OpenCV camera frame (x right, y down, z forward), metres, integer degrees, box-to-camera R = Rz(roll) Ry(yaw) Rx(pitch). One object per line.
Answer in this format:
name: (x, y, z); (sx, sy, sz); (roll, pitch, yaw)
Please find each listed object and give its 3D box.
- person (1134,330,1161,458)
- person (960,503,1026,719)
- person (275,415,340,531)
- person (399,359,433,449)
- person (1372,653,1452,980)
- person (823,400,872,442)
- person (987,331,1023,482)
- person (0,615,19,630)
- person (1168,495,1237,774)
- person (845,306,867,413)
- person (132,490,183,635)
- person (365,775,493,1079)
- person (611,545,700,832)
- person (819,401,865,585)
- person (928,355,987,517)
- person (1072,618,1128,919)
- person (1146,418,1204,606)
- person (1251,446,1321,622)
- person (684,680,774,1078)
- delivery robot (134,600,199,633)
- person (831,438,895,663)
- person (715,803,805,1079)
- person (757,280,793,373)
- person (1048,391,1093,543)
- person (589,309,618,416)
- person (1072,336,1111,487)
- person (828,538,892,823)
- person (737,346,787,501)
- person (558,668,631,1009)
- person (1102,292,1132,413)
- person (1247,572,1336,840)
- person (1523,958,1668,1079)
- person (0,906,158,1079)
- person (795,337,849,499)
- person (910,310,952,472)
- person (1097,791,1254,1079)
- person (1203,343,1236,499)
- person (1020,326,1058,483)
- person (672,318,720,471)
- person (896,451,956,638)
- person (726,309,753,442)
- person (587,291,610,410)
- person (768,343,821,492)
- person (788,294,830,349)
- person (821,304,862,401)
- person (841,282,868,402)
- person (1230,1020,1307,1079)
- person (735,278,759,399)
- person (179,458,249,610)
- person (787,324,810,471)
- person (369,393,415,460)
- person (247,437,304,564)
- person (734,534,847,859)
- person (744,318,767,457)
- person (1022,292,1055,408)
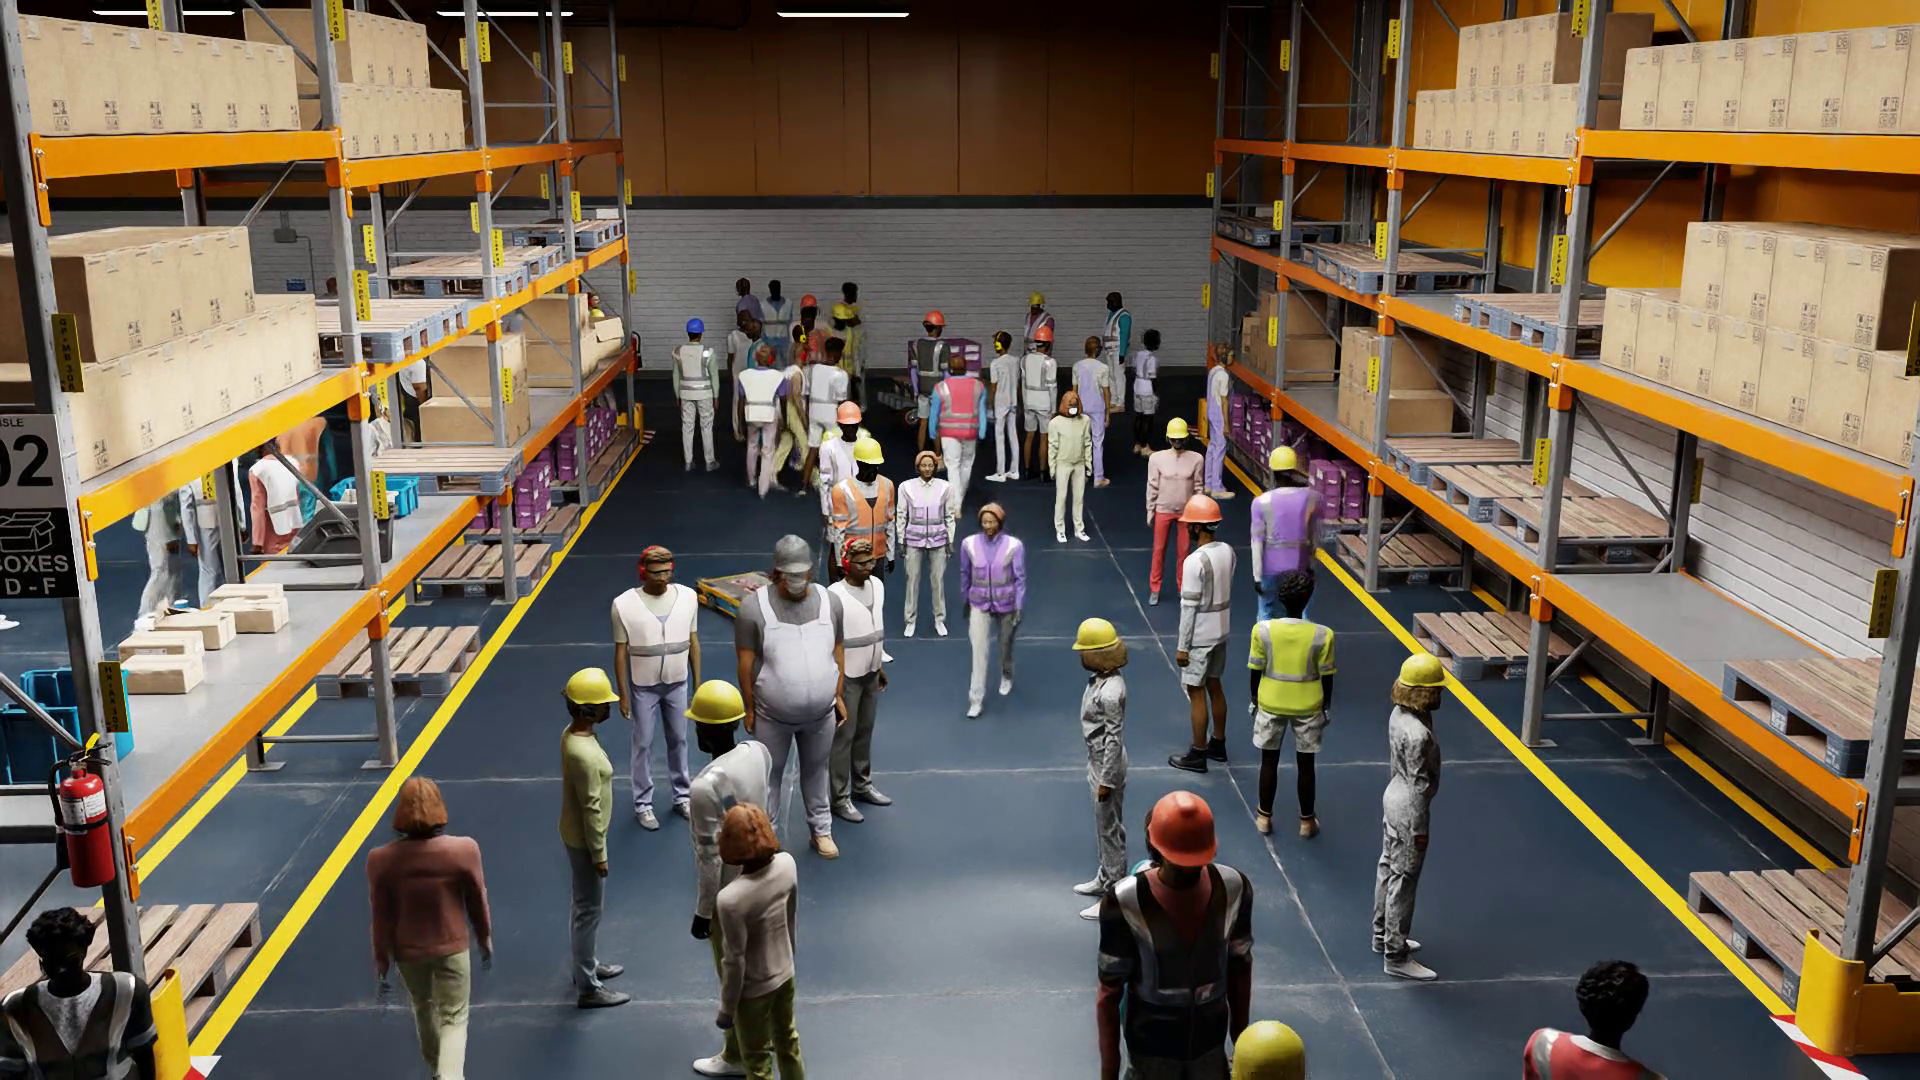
person: (2.491, -1.945, 22.077); (0.317, 1.681, 0.600); (-4, 15, -15)
person: (0.254, 0.496, 12.671); (0.522, 1.592, 0.875); (2, 14, 8)
person: (-6.463, -0.618, 16.482); (0.585, 1.874, 0.882); (-1, 14, -2)
person: (-6.563, -1.648, 20.189); (0.536, 2.000, 0.684); (-12, 18, -39)
person: (2.370, 1.427, 8.712); (0.294, 1.744, 0.487); (0, 14, 2)
person: (-1.159, -0.624, 16.915); (0.527, 1.659, 0.861); (-3, 15, -11)
person: (0.549, -1.645, 20.547); (0.540, 1.860, 0.330); (-12, 19, -39)
person: (-8.620, -0.159, 14.565); (0.585, 1.929, 0.368); (13, 20, 42)
person: (1.654, 0.639, 11.442); (0.387, 1.928, 0.546); (11, 18, 37)
person: (-1.630, -2.696, 25.013); (0.507, 1.692, 0.919); (4, 15, 16)
person: (-6.934, -0.077, 14.338); (0.464, 1.888, 0.855); (-6, 16, -23)
person: (-2.348, 1.840, 7.379); (0.508, 1.597, 0.795); (-3, 15, -11)
person: (-1.911, 0.914, 10.533); (0.561, 1.838, 0.392); (-8, 17, -30)
person: (-1.002, -0.306, 15.122); (0.542, 1.939, 0.363); (-4, 15, -16)
person: (-0.050, -1.215, 18.984); (0.647, 1.789, 0.954); (-3, 15, -13)
person: (0.783, 1.274, 9.332); (0.330, 1.733, 0.493); (0, 14, -1)
person: (1.974, -0.255, 15.267); (0.533, 1.767, 0.327); (0, 14, -1)
person: (2.591, 0.197, 13.236); (0.590, 1.903, 0.857); (-2, 14, -6)
person: (-1.081, 1.577, 7.754); (0.384, 1.928, 0.588); (6, 15, 22)
delivery robot: (-6.355, 0.735, 13.611); (0.707, 0.478, 0.477); (1, 14, 5)
person: (-0.766, 0.105, 13.564); (0.582, 1.919, 0.395); (-9, 17, -33)
person: (-0.863, 1.894, 7.096); (0.286, 1.631, 0.501); (8, 16, 28)
person: (-2.900, -3.191, 26.530); (0.597, 1.894, 0.688); (-5, 15, -19)
person: (1.168, -0.776, 17.600); (0.505, 1.623, 0.297); (-6, 16, -23)
person: (-5.144, -2.422, 23.796); (0.347, 1.758, 0.521); (-11, 18, -37)
person: (1.605, -1.559, 20.227); (0.509, 1.846, 0.342); (8, 16, 29)
person: (-0.679, 0.872, 10.685); (0.375, 1.843, 0.575); (9, 17, 31)
person: (-2.325, -1.404, 19.736); (0.590, 1.797, 0.816); (2, 14, 8)
person: (-1.859, 1.495, 8.419); (0.334, 1.761, 0.526); (-5, 15, -19)
person: (2.376, -2.871, 25.421); (0.429, 1.830, 0.637); (-5, 15, -19)
person: (2.056, 1.032, 10.353); (0.540, 1.695, 0.317); (4, 15, 15)
person: (2.147, 2.227, 5.687); (0.532, 1.689, 0.321); (14, 20, 43)
person: (-3.191, 2.122, 6.073); (0.529, 1.697, 0.321); (-7, 16, -25)
person: (-1.622, -1.411, 19.500); (0.630, 1.930, 0.707); (8, 16, 29)
person: (-0.330, -1.898, 21.170); (0.615, 2.038, 0.395); (10, 18, 35)
person: (0.824, 1.894, 6.314); (0.612, 2.030, 0.403); (-4, 15, -14)
person: (3.079, -1.409, 19.643); (0.329, 1.842, 0.518); (-2, 14, -9)
person: (0.996, -1.667, 20.491); (0.544, 1.929, 0.388); (13, 19, 41)
person: (-3.340, -1.840, 21.128); (0.610, 1.947, 0.388); (2, 14, 9)
person: (-0.295, 0.029, 14.396); (0.517, 1.645, 0.308); (-2, 14, -6)
person: (-2.987, -2.281, 23.084); (0.504, 1.839, 0.341); (-8, 17, -30)
person: (-5.588, -2.868, 25.356); (0.384, 1.849, 0.570); (6, 16, 23)
person: (-1.979, -1.464, 19.989); (0.856, 1.797, 0.593); (-4, 15, -14)
person: (-2.107, -2.461, 23.465); (0.622, 1.996, 0.368); (-1, 14, -6)
person: (-1.666, -2.341, 23.179); (0.589, 1.908, 0.409); (-8, 16, -29)
person: (-1.766, -3.099, 26.135); (0.590, 1.920, 0.671); (-3, 15, -10)
person: (0.891, 2.304, 4.964); (0.604, 1.887, 0.860); (5, 15, 19)
person: (-3.390, -3.209, 26.542); (0.372, 1.933, 0.626); (4, 15, 17)
person: (-6.440, -0.095, 14.362); (0.405, 1.909, 0.597); (8, 16, 27)
person: (-2.038, -1.817, 21.218); (0.326, 1.861, 0.512); (-6, 15, -22)
person: (-5.582, -0.593, 16.485); (0.403, 1.822, 0.588); (8, 17, 30)
person: (-5.846, -0.066, 14.258); (0.415, 1.907, 0.595); (3, 15, 11)
person: (-0.977, 0.960, 9.950); (0.673, 2.000, 0.535); (-6, 15, -21)
person: (-2.672, -2.025, 22.061); (0.325, 1.842, 0.513); (-3, 15, -13)
person: (1.188, -2.896, 25.534); (0.403, 1.824, 0.595); (-11, 18, -37)
